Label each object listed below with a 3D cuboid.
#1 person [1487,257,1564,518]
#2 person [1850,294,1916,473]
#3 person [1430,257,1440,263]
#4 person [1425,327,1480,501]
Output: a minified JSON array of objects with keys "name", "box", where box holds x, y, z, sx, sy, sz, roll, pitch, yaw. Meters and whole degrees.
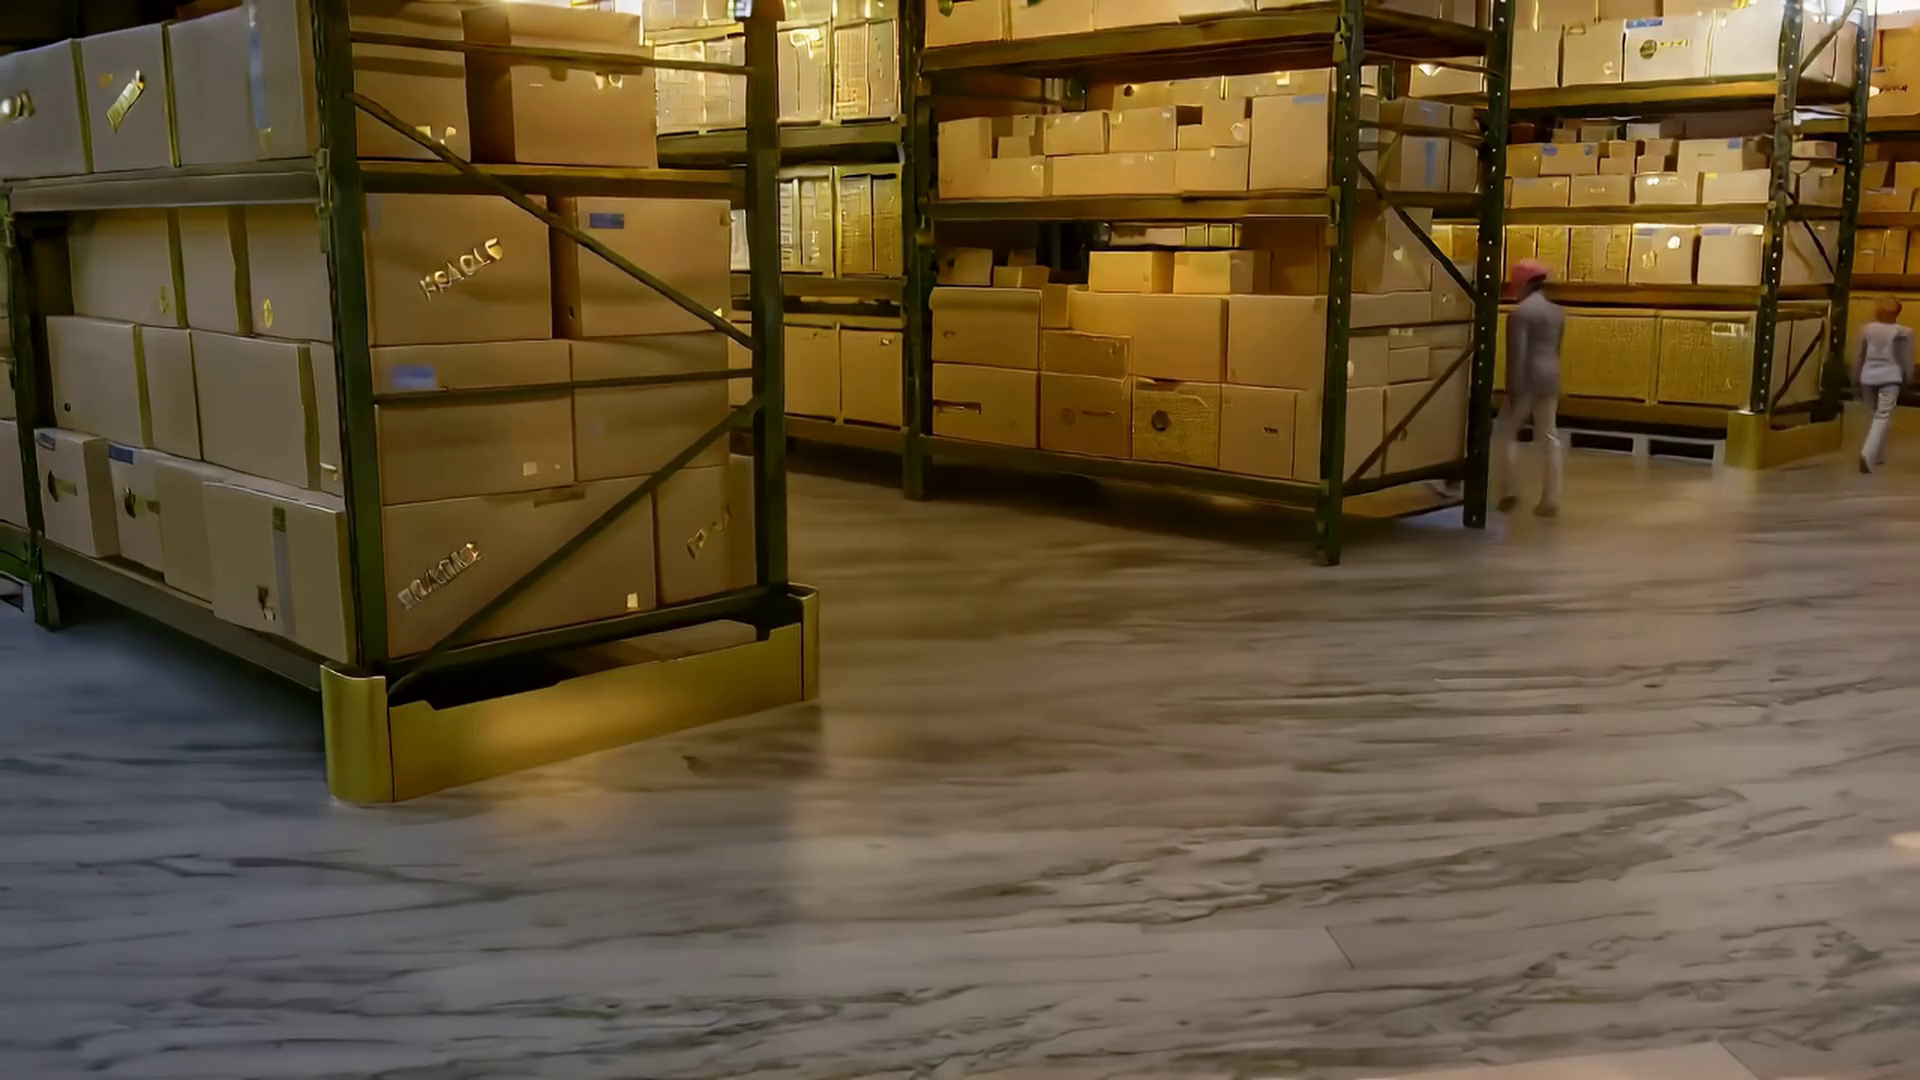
[{"name":"person","box":[4.332,-1.158,12.656,0.648,1.961,0.703,-5,12,-26]},{"name":"person","box":[8.311,-1.416,15.030,0.813,1.604,0.520,-9,14,-40]},{"name":"person","box":[4.537,-1.766,16.076,0.423,1.927,0.563,8,13,37]},{"name":"person","box":[3.940,-1.208,13.620,0.537,1.716,0.921,-2,11,-12]}]
